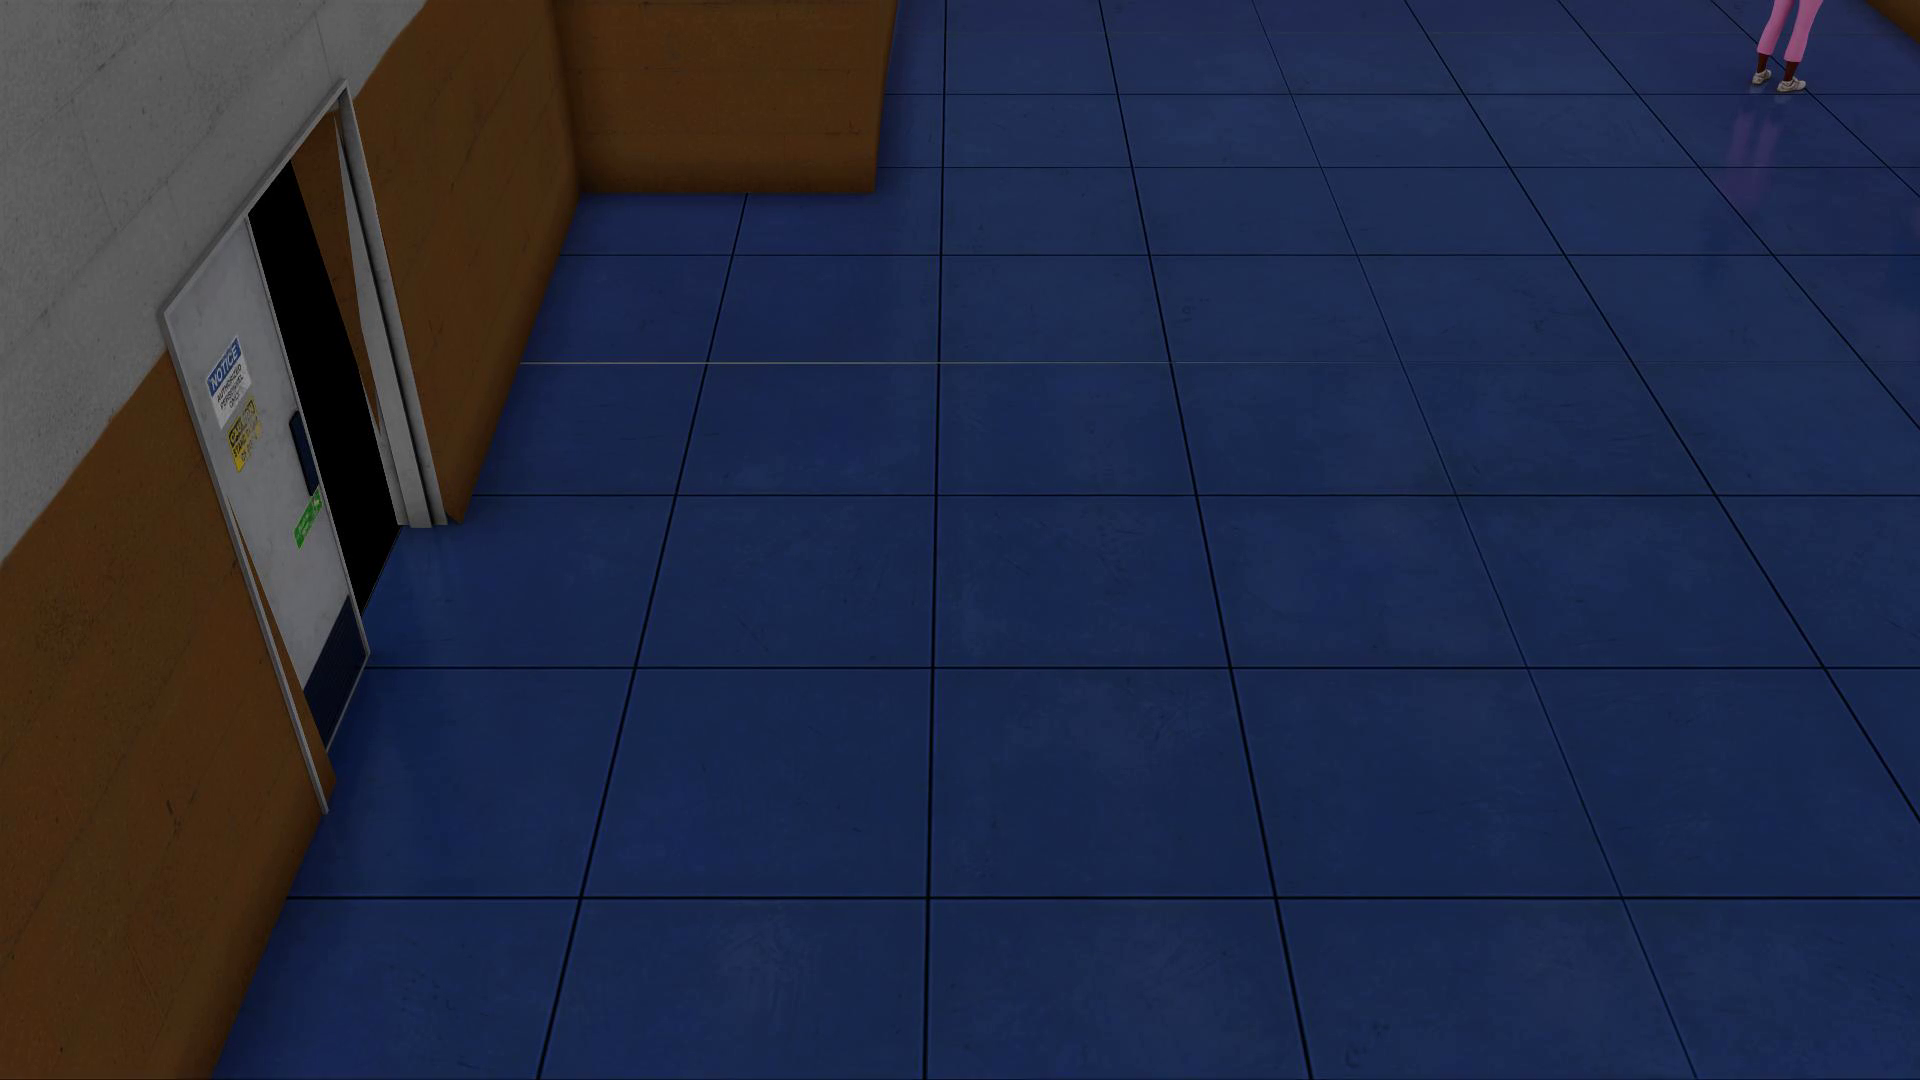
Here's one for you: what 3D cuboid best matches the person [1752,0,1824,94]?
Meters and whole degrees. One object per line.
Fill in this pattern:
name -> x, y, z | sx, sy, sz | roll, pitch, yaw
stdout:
person -> 6.307, -4.227, 12.392 | 0.693, 1.742, 0.651 | -26, 44, -30
